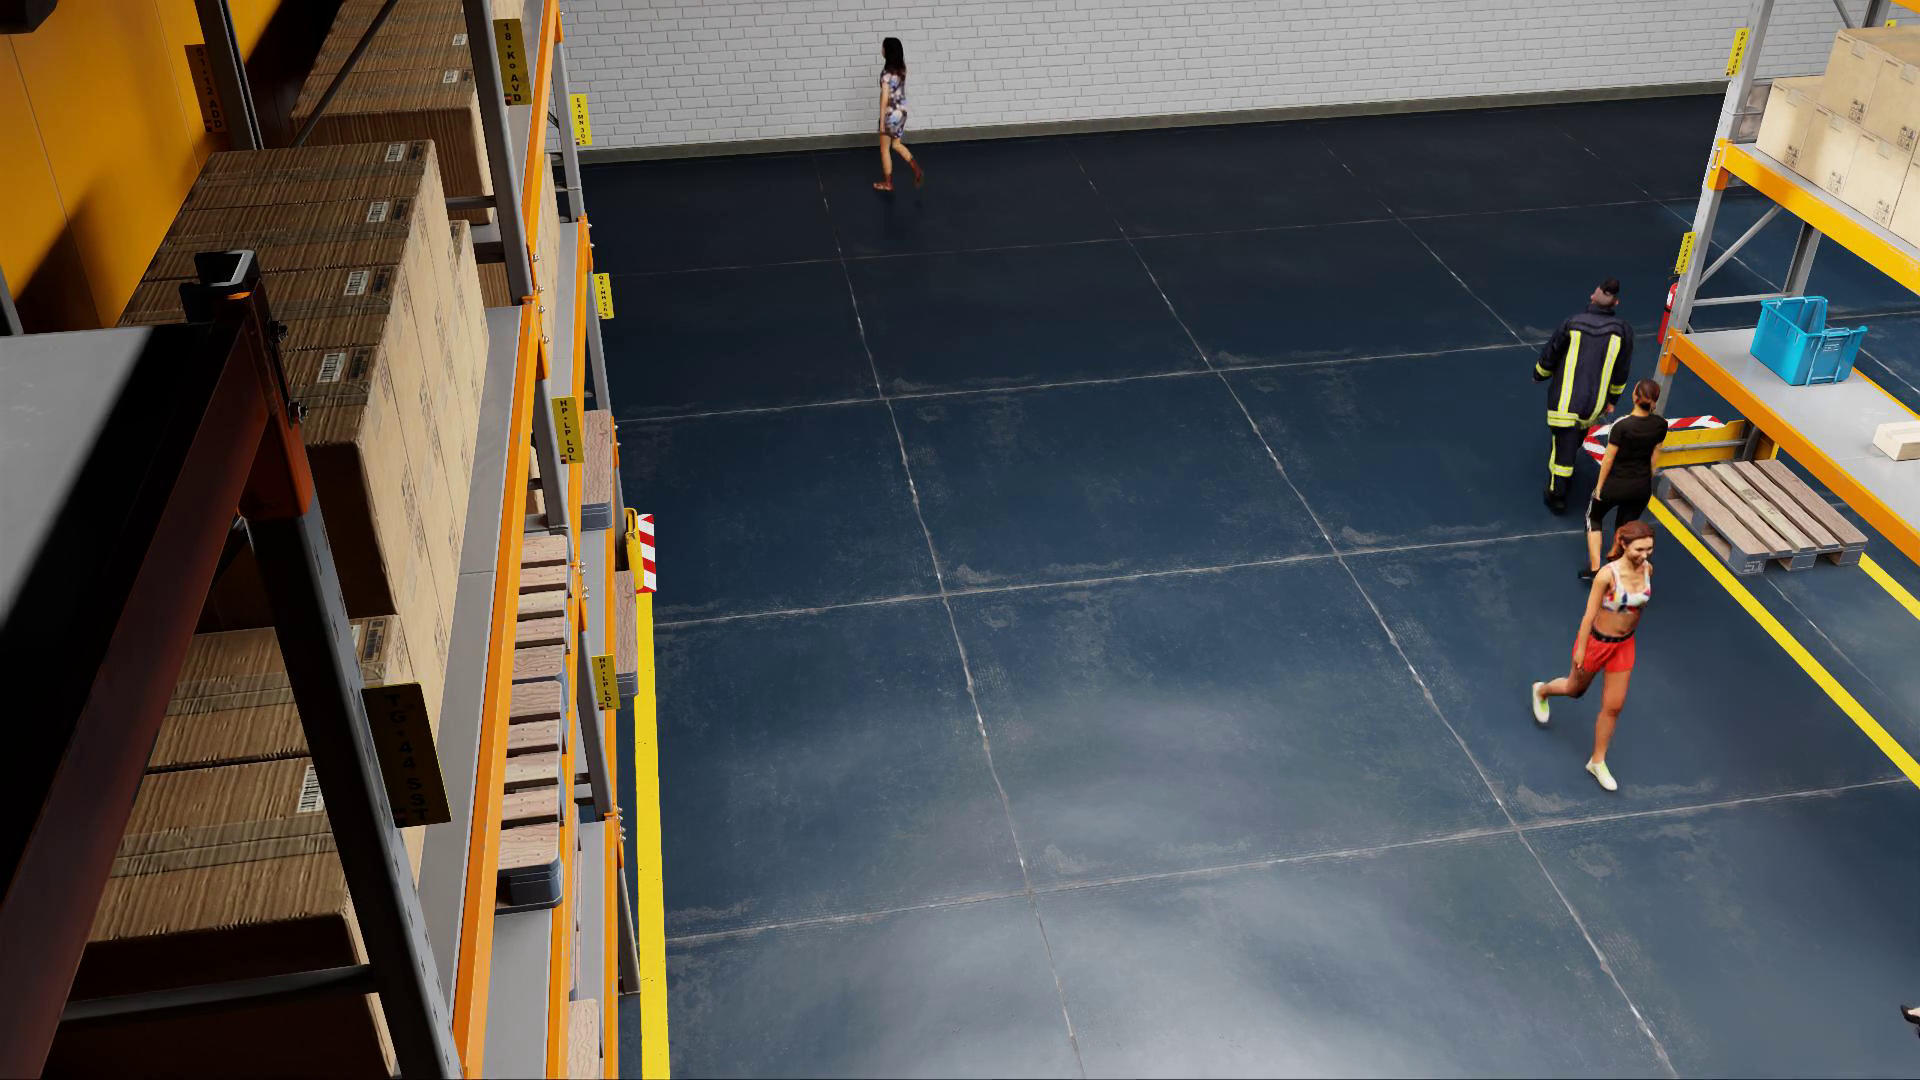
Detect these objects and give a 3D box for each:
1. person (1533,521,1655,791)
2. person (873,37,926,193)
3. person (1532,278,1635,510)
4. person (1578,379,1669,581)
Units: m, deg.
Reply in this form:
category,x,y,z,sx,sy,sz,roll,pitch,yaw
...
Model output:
category,x,y,z,sx,sy,sz,roll,pitch,yaw
person,3.883,0.607,10.151,0.687,1.760,1.120,-9,35,-14
person,-0.660,-4.554,17.951,0.962,1.720,0.923,18,37,24
person,4.716,-1.079,12.636,0.948,1.816,1.220,1,34,2
person,4.697,-0.341,11.669,0.622,1.657,0.629,0,34,0
